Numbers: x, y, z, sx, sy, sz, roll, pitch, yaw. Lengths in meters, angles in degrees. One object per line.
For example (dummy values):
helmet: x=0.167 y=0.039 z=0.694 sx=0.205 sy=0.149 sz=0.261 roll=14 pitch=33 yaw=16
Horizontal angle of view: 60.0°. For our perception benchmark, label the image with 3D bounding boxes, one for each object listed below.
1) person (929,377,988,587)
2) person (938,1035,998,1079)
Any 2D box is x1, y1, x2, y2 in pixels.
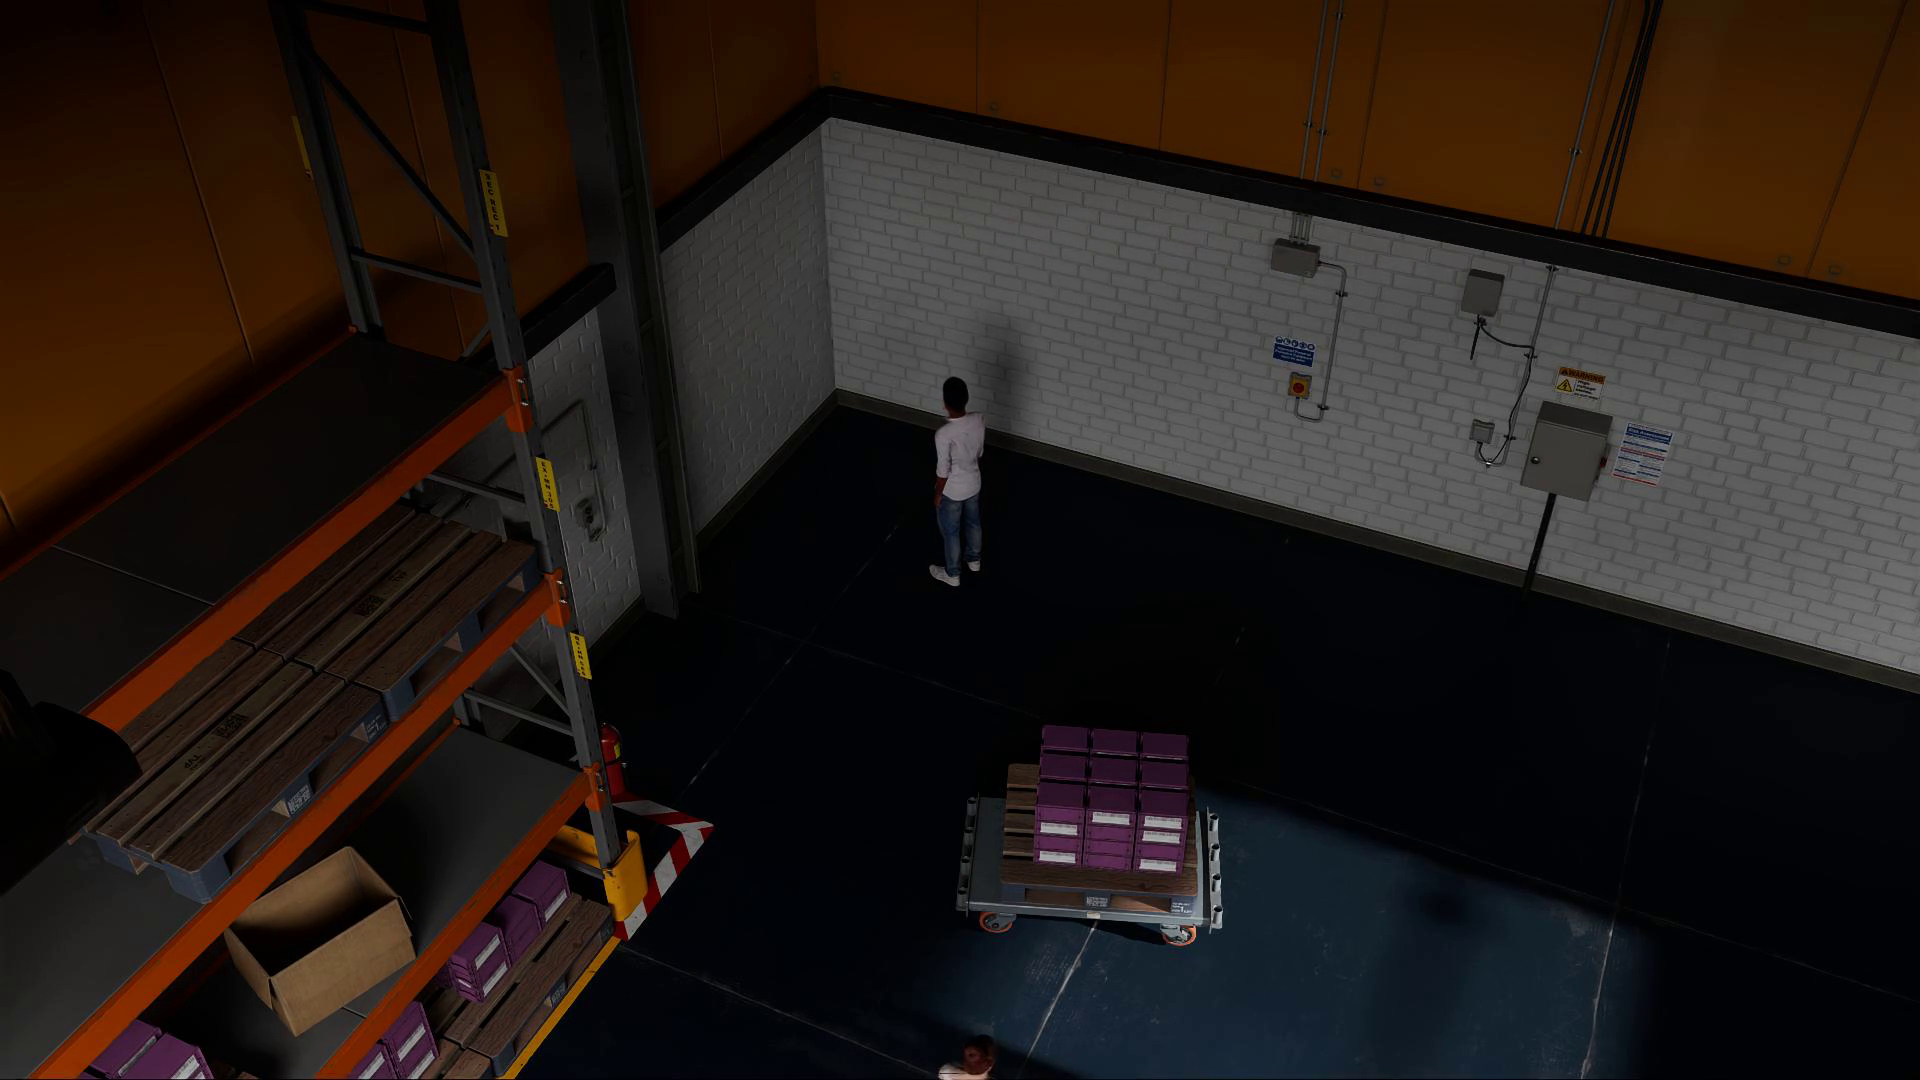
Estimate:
person: x=-0.008 y=-0.454 z=12.808 sx=0.647 sy=1.813 sz=0.779 roll=-30 pitch=48 yaw=-32
person: x=0.015 y=3.123 z=8.377 sx=0.593 sy=1.754 sz=1.097 roll=15 pitch=41 yaw=17
